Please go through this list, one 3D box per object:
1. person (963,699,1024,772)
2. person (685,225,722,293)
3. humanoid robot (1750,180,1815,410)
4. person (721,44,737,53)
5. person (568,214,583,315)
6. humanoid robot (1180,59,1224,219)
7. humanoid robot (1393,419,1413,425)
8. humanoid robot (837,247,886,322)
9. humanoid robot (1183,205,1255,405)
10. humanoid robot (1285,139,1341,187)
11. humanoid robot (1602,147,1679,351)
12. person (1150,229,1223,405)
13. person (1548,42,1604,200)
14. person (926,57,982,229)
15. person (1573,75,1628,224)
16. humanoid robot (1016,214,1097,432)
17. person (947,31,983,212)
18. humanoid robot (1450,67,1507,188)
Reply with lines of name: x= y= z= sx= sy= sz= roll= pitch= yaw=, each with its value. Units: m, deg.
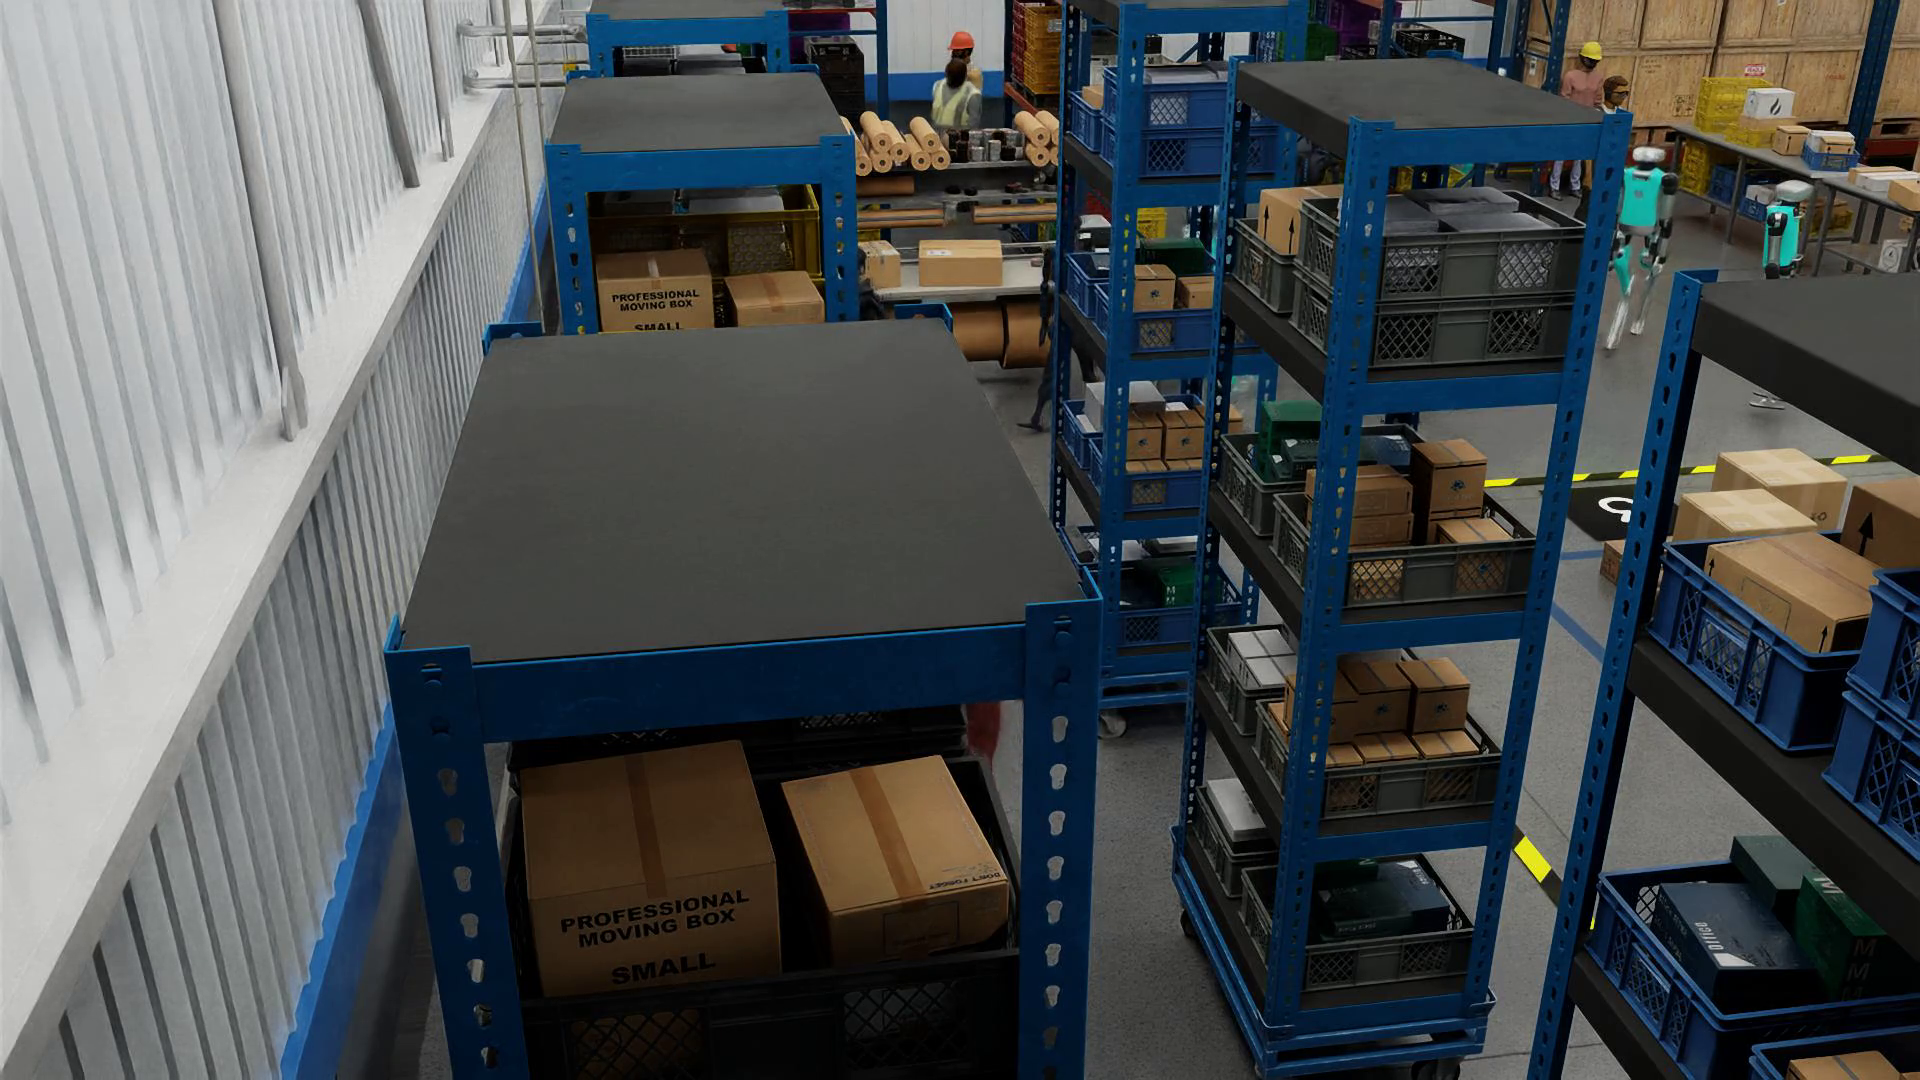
person: x=-0.008 y=0.644 z=6.972 sx=0.648 sy=1.889 sz=0.506 roll=15 pitch=29 yaw=29
person: x=-2.212 y=-2.818 z=14.712 sx=0.568 sy=1.683 sz=0.824 roll=11 pitch=27 yaw=22
humanoid robot: x=6.204 y=-1.771 z=12.231 sx=0.735 sy=1.677 sz=0.533 roll=16 pitch=29 yaw=31
person: x=-2.310 y=-4.245 z=17.419 sx=0.604 sy=2.033 sz=0.387 roll=22 pitch=33 yaw=39
person: x=-2.730 y=-1.877 z=12.486 sx=0.331 sy=1.858 sz=0.508 roll=22 pitch=32 yaw=39
humanoid robot: x=2.509 y=-4.187 z=17.752 sx=0.537 sy=1.850 sz=0.799 roll=15 pitch=29 yaw=30
humanoid robot: x=3.332 y=-1.638 z=12.173 sx=0.391 sy=1.649 sz=0.594 roll=-5 pitch=25 yaw=-10
humanoid robot: x=-0.600 y=-1.167 z=11.164 sx=0.609 sy=1.643 sz=0.492 roll=22 pitch=33 yaw=39
humanoid robot: x=1.892 y=-1.485 z=11.846 sx=0.669 sy=1.846 sz=0.568 roll=6 pitch=25 yaw=12
humanoid robot: x=3.147 y=-2.932 z=15.005 sx=0.609 sy=1.660 sz=0.397 roll=17 pitch=30 yaw=32
humanoid robot: x=5.698 y=-2.449 z=13.925 sx=0.533 sy=1.764 sz=1.048 roll=16 pitch=29 yaw=30
person: x=1.462 y=-1.103 z=10.802 sx=0.596 sy=1.849 sz=0.386 roll=-4 pitch=25 yaw=-9
person: x=6.992 y=-4.727 z=18.793 sx=0.522 sy=1.761 sz=0.337 roll=-6 pitch=25 yaw=-12
person: x=-0.086 y=-4.150 z=17.480 sx=0.677 sy=1.810 sz=0.439 roll=18 pitch=30 yaw=33
person: x=6.256 y=-3.617 z=16.294 sx=0.507 sy=1.837 sz=0.334 roll=-22 pitch=32 yaw=-39
humanoid robot: x=0.788 y=-1.539 z=11.993 sx=0.743 sy=1.629 sz=0.593 roll=-22 pitch=33 yaw=-40
person: x=0.033 y=-4.592 z=18.285 sx=0.358 sy=1.935 sz=0.551 roll=-12 pitch=27 yaw=-24
humanoid robot: x=5.368 y=-4.155 z=17.627 sx=0.537 sy=1.780 sz=0.988 roll=-6 pitch=25 yaw=-12
